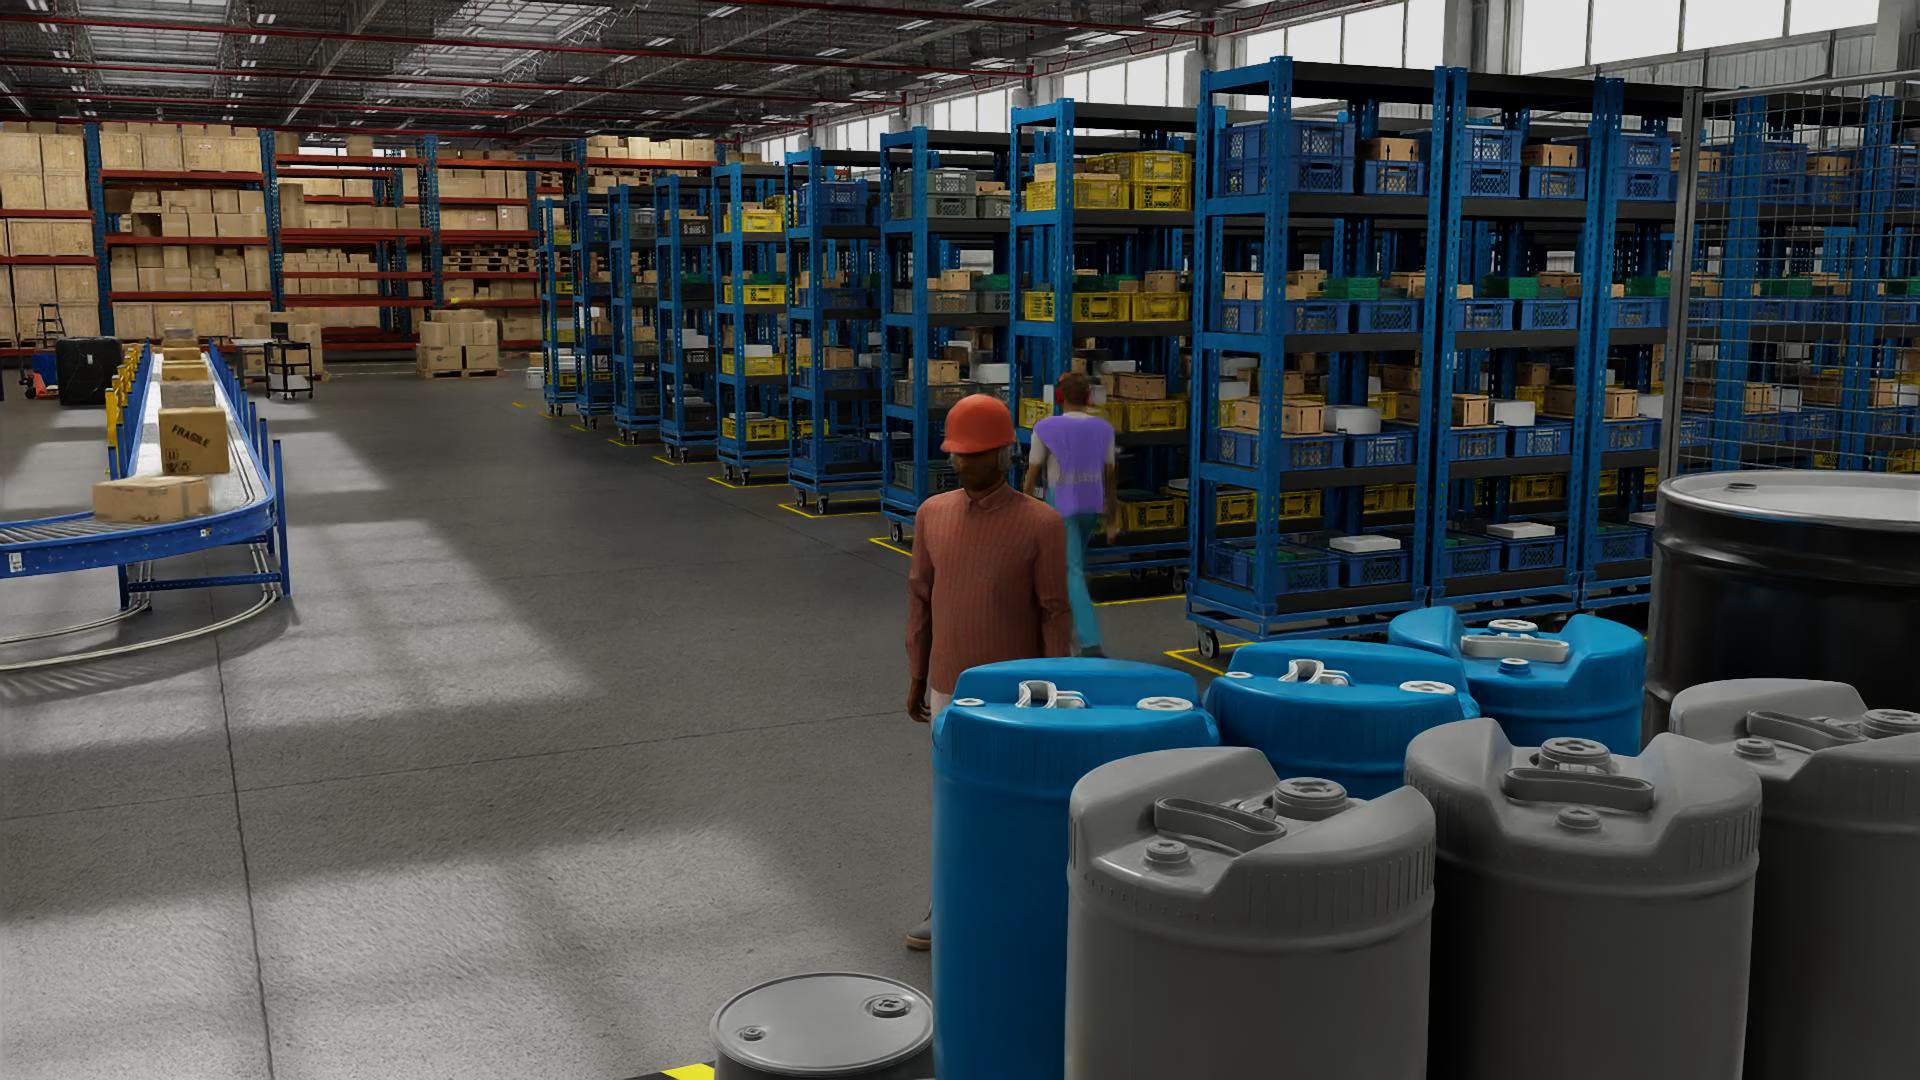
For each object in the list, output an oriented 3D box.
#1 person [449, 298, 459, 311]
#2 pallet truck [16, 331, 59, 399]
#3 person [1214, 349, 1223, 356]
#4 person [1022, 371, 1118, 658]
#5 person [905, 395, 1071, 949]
[{"bbox_3d":[-13.524,-5.647,44.735,0.945,1.715,0.538,-4,10,-23],"label":"person"},{"bbox_3d":[-17.082,-3.353,31.781,1.630,1.274,0.653,-4,10,-25],"label":"pallet truck"},{"bbox_3d":[3.449,-2.243,23.246,0.590,1.833,0.403,5,11,30],"label":"person"},{"bbox_3d":[0.717,-0.157,10.453,0.574,1.796,0.966,-5,10,-28],"label":"person"},{"bbox_3d":[0.075,0.487,5.808,0.626,1.991,0.393,5,10,29],"label":"person"}]
